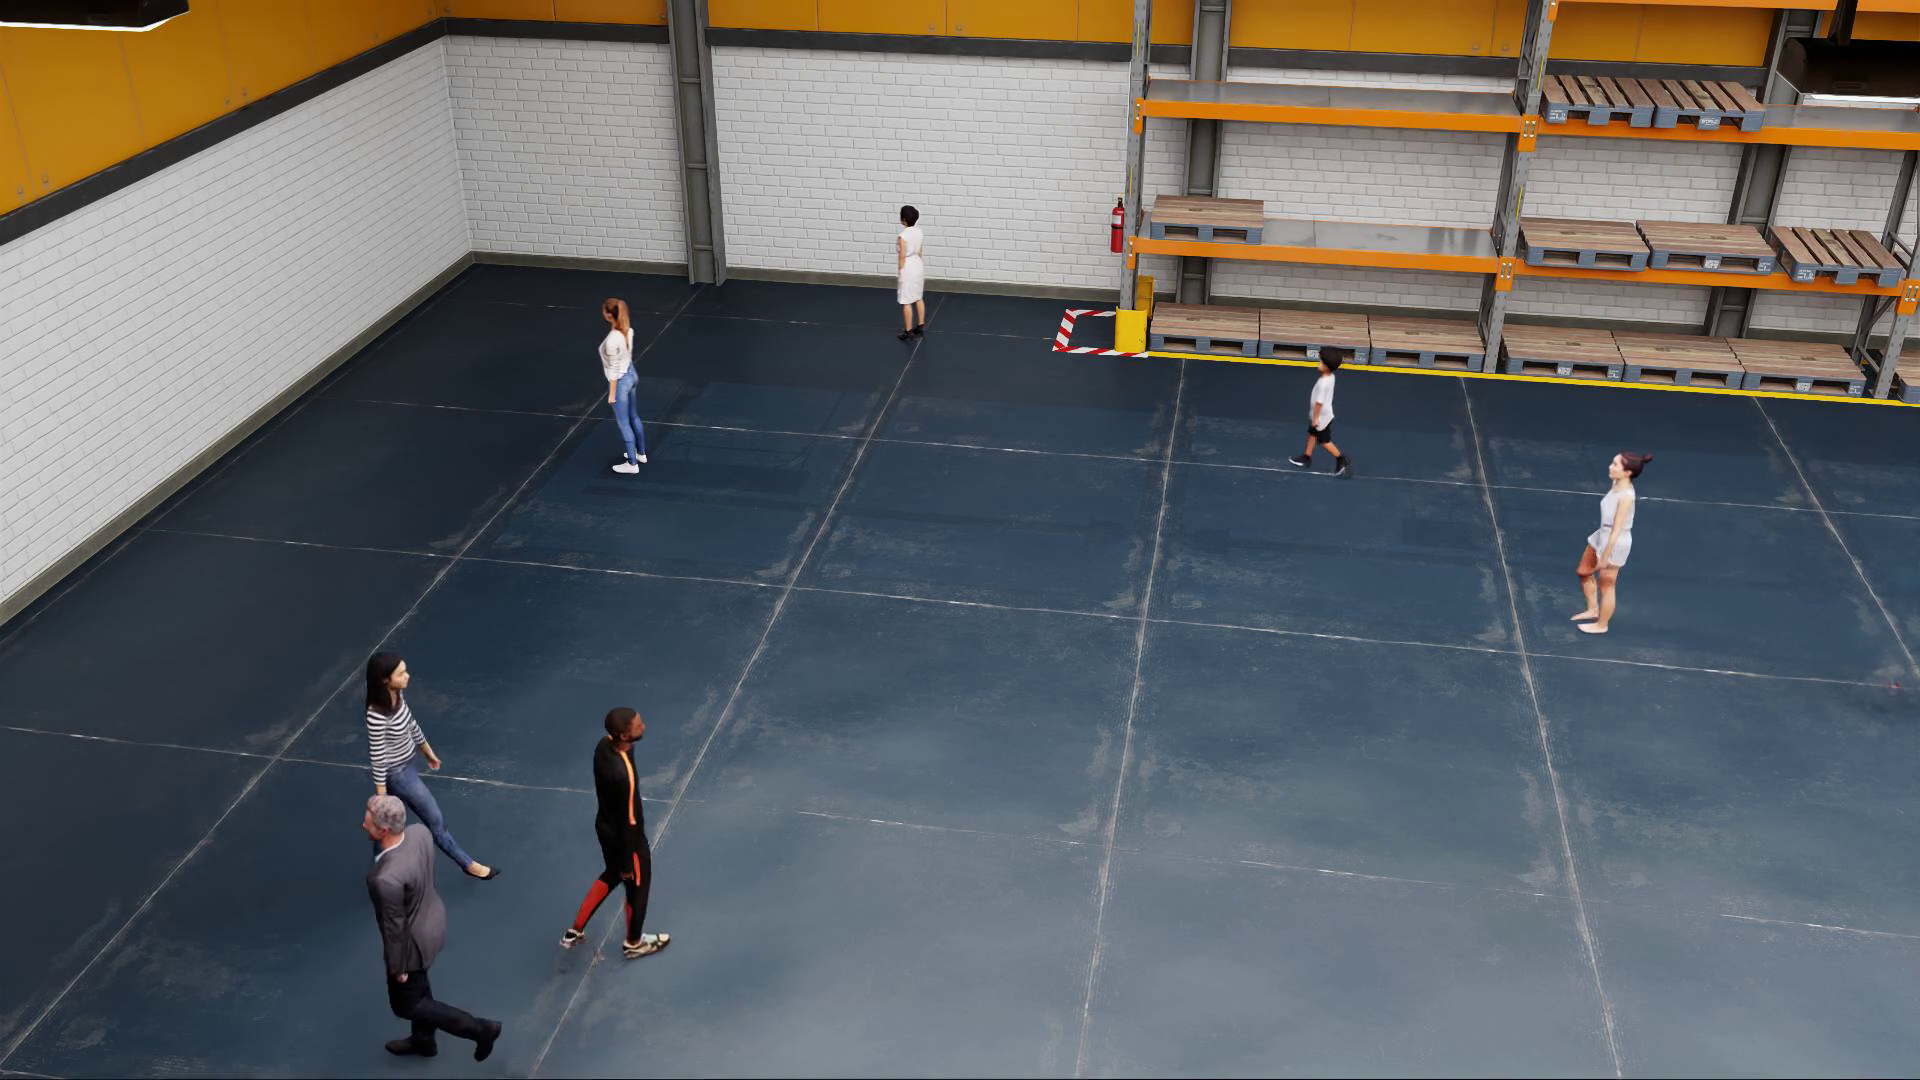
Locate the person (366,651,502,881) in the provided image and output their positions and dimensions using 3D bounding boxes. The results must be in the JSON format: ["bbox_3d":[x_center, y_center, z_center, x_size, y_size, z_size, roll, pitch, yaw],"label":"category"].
[{"bbox_3d":[-3.566,1.484,10.266,1.139,1.753,0.819,-3,29,-5],"label":"person"}]

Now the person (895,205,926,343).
[{"bbox_3d":[-0.555,-3.003,18.701,0.643,1.552,0.635,18,33,30],"label":"person"}]

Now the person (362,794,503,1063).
[{"bbox_3d":[-2.894,2.141,8.990,1.011,1.820,0.808,1,29,2],"label":"person"}]

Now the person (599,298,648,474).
[{"bbox_3d":[-3.184,-1.465,15.707,0.532,1.719,0.619,7,29,13],"label":"person"}]

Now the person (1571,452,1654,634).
[{"bbox_3d":[5.201,0.034,13.085,0.566,1.598,0.576,4,29,8],"label":"person"}]

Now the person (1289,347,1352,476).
[{"bbox_3d":[3.477,-1.204,15.724,0.877,1.244,0.628,14,31,23],"label":"person"}]

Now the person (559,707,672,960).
[{"bbox_3d":[-2.052,1.749,9.745,1.017,1.785,0.941,-18,33,-30],"label":"person"}]
